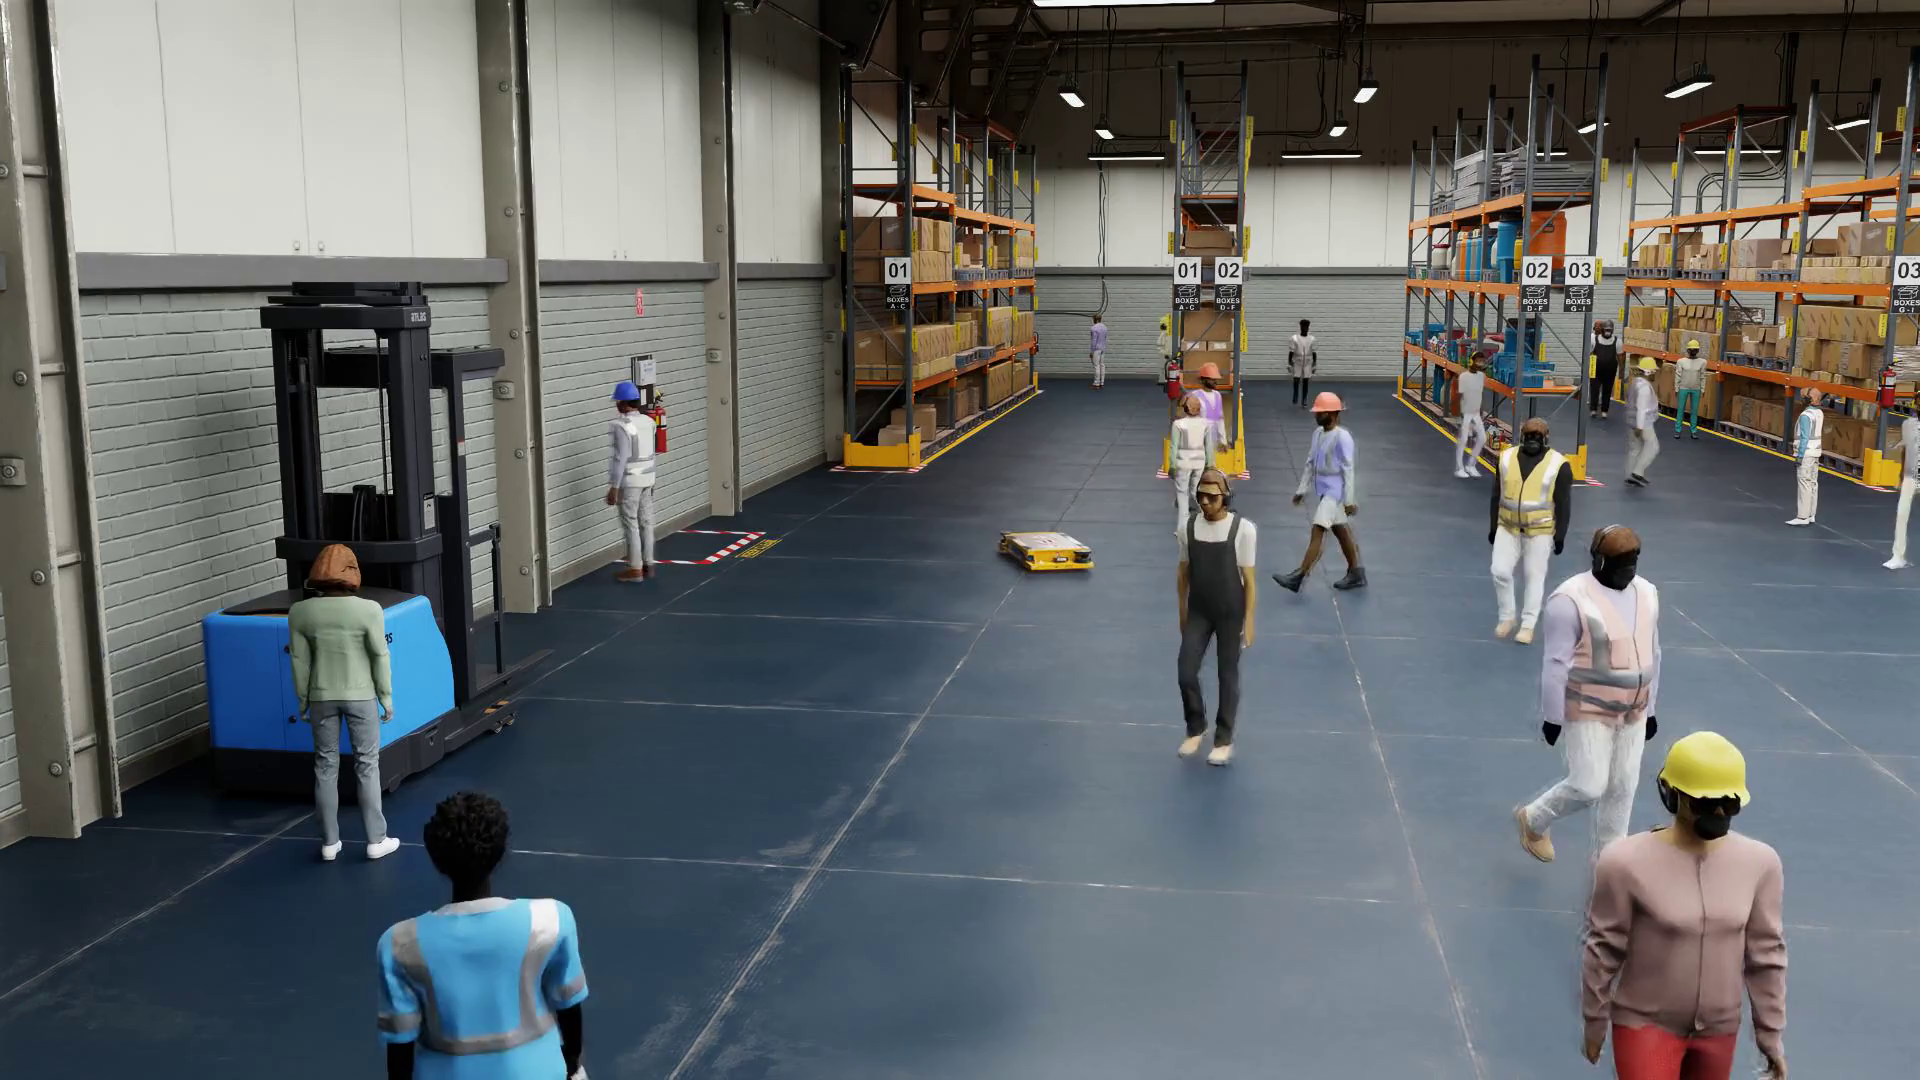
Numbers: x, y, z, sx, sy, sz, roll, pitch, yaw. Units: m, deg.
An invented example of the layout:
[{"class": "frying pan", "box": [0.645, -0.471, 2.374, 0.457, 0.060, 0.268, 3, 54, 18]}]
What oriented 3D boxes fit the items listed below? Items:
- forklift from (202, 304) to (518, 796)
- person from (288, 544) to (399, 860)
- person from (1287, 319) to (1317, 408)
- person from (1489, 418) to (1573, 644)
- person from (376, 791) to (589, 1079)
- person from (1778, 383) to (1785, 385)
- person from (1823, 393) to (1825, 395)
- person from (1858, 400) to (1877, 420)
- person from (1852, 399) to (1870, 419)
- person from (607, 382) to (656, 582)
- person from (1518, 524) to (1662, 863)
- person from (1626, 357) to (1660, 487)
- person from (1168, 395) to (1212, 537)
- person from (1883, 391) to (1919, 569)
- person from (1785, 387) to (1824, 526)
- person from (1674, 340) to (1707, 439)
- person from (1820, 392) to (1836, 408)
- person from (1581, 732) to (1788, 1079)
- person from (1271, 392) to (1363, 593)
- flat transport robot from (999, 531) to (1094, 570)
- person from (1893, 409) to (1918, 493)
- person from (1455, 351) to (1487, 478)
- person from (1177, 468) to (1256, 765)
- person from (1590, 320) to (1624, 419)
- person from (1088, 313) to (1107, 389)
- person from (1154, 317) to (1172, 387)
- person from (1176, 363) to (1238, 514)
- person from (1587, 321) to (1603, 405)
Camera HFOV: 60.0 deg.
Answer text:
[{"class": "forklift", "box": [-3.673, -0.038, 10.147, 1.129, 2.768, 1.873, 1, 9, 9]}, {"class": "person", "box": [-3.152, 0.828, 8.512, 0.498, 1.633, 0.279, 0, 9, -1]}, {"class": "person", "box": [7.526, -3.880, 36.560, 0.647, 1.953, 0.436, 0, 9, -1]}, {"class": "person", "box": [4.597, -0.076, 13.468, 0.661, 1.831, 0.475, 7, 11, 35]}, {"class": "person", "box": [-1.247, 1.482, 4.394, 0.531, 1.659, 0.857, -2, 9, -11]}, {"class": "person", "box": [18.578, -3.988, 37.505, 0.729, 1.852, 0.791, 9, 13, 43]}, {"class": "person", "box": [19.621, -3.912, 37.854, 0.508, 1.597, 0.811, 5, 10, 28]}, {"class": "person", "box": [17.895, -3.226, 32.669, 0.627, 1.903, 0.630, 3, 10, 18]}, {"class": "person", "box": [16.735, -2.784, 30.868, 0.518, 1.596, 0.773, 2, 9, 14]}, {"class": "person", "box": [-3.180, -0.566, 16.169, 0.417, 1.938, 0.662, 4, 10, 21]}, {"class": "person", "box": [3.071, 0.808, 8.080, 0.636, 1.827, 0.575, -4, 10, -24]}, {"class": "person", "box": [9.531, -1.642, 23.193, 0.433, 1.814, 0.596, 1, 9, 6]}, {"class": "person", "box": [2.605, -0.815, 18.674, 0.519, 1.624, 0.479, -4, 10, -25]}, {"class": "person", "box": [9.829, -0.633, 16.922, 0.795, 1.840, 0.541, -6, 11, -31]}, {"class": "person", "box": [10.033, -0.989, 19.698, 0.306, 1.639, 0.524, 9, 13, 44]}, {"class": "person", "box": [13.121, -2.706, 29.890, 0.530, 1.772, 0.302, 3, 10, 15]}, {"class": "person", "box": [18.791, -3.775, 36.012, 0.610, 1.932, 0.583, 3, 10, 19]}, {"class": "person", "box": [2.044, 1.387, 4.700, 0.525, 1.752, 0.455, -1, 9, -5]}, {"class": "person", "box": [3.400, -0.447, 15.605, 1.027, 1.876, 0.562, -2, 9, -13]}, {"class": "flat transport robot", "box": [0.882, 0.098, 17.333, 0.652, 0.197, 1.431, -2, 10, -12]}, {"class": "person", "box": [13.323, -1.641, 22.656, 1.051, 1.999, 0.611, 0, 9, 0]}, {"class": "person", "box": [7.442, -1.815, 24.156, 0.574, 1.842, 0.574, -4, 10, -24]}, {"class": "person", "box": [1.552, 0.474, 10.110, 0.533, 1.830, 0.452, 4, 10, 24]}, {"class": "person", "box": [13.118, -3.459, 33.827, 0.703, 2.000, 0.825, 3, 10, 17]}, {"class": "person", "box": [3.507, -4.829, 42.463, 0.372, 1.940, 0.630, 6, 11, 33]}, {"class": "person", "box": [5.384, -4.902, 43.287, 0.570, 1.812, 0.607, 0, 9, -2]}, {"class": "person", "box": [3.041, -1.251, 20.567, 0.561, 1.889, 0.986, -9, 13, -43]}, {"class": "person", "box": [14.338, -3.999, 37.505, 0.572, 1.886, 0.353, 1, 9, 6]}]
